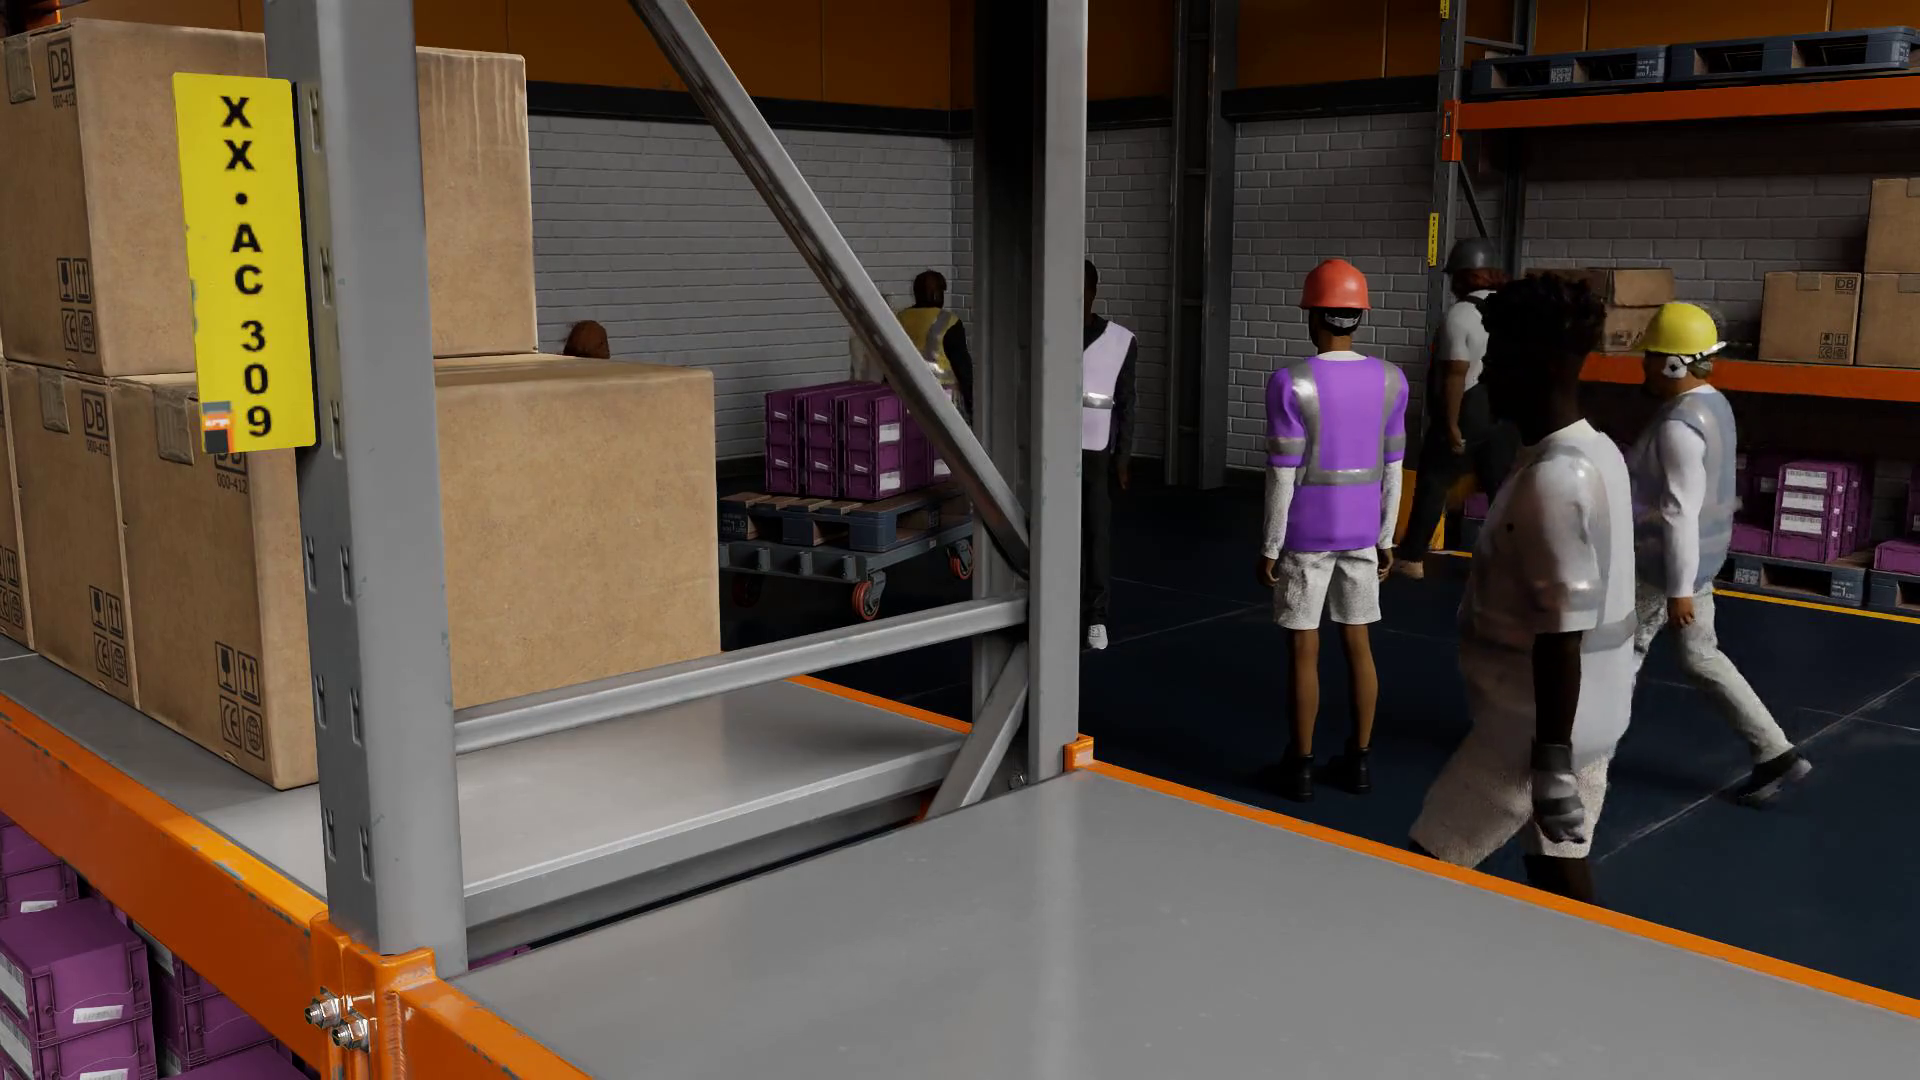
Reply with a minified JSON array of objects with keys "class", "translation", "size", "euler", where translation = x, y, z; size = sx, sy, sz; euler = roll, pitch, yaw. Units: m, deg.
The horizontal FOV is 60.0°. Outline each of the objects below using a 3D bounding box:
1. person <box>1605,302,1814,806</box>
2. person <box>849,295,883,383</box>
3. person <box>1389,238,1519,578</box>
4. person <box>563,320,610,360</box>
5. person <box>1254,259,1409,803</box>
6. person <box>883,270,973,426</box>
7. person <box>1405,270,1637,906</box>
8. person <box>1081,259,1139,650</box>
[{"class":"person","translation":[2.578,0.062,5.886],"size":[0.881,1.806,0.592],"euler":[8,13,36]},{"class":"person","translation":[-0.584,-1.044,12.380],"size":[0.496,1.610,0.710],"euler":[-7,13,-34]},{"class":"person","translation":[2.915,-0.763,9.705],"size":[0.704,2.000,0.913],"euler":[-6,12,-30]},{"class":"person","translation":[-1.976,-0.351,8.684],"size":[0.530,1.589,0.859],"euler":[0,10,3]},{"class":"person","translation":[1.308,-0.025,5.963],"size":[0.551,1.936,0.356],"euler":[-3,11,-18]},{"class":"person","translation":[-0.182,-0.907,11.198],"size":[0.638,1.783,0.990],"euler":[8,13,37]},{"class":"person","translation":[1.207,0.381,3.733],"size":[0.679,1.943,0.612],"euler":[7,12,33]},{"class":"person","translation":[0.569,-0.422,8.190],"size":[0.592,1.917,0.392],"euler":[3,11,15]}]
